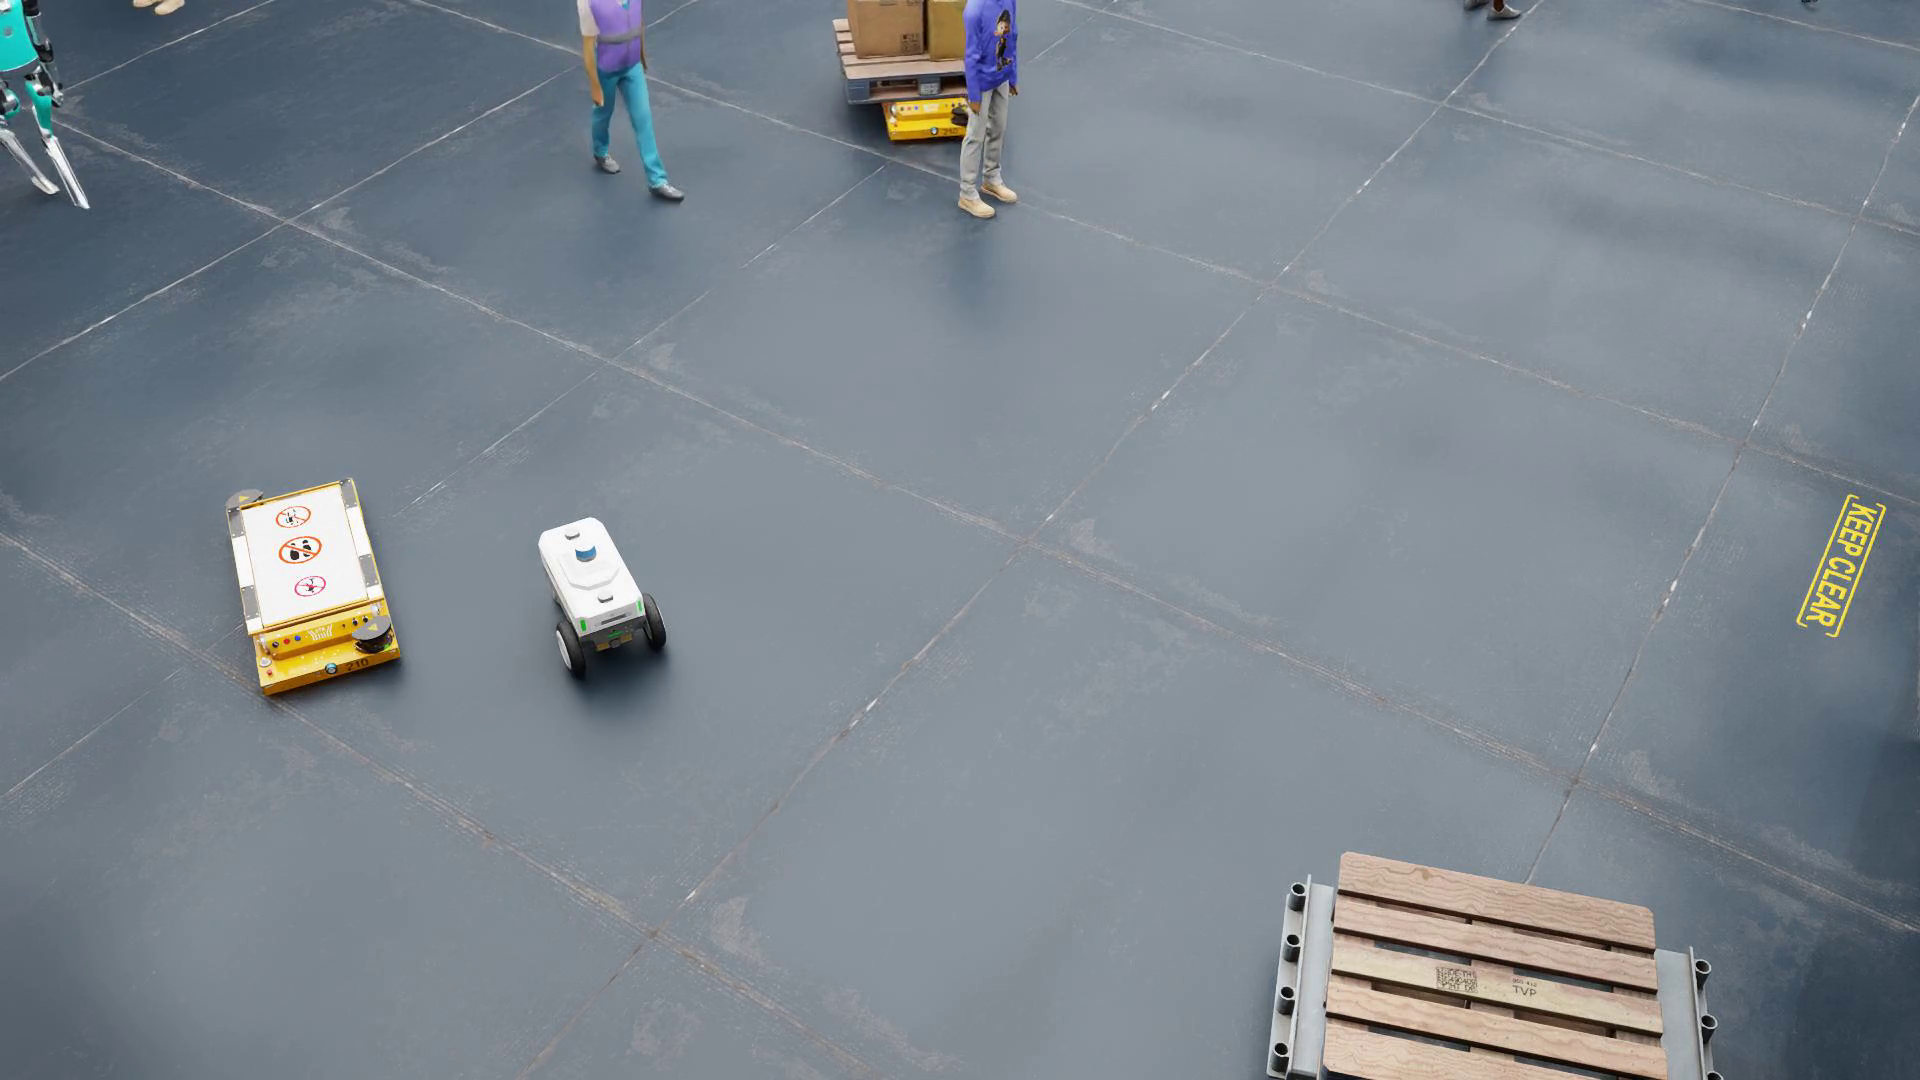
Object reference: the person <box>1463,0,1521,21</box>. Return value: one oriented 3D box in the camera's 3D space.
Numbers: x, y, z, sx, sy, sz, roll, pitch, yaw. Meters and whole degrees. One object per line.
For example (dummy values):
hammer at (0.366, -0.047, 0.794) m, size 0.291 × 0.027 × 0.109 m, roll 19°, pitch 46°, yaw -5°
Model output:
person at (4.401, -5.134, 13.273) m, size 0.432 × 1.937 × 0.564 m, roll -23°, pitch 47°, yaw -24°

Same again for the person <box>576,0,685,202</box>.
person at (-2.317, -3.205, 11.231) m, size 0.950 × 1.782 × 0.598 m, roll 29°, pitch 49°, yaw 29°

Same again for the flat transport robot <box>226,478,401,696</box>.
flat transport robot at (-3.355, 0.180, 8.578) m, size 0.659 × 0.231 × 1.431 m, roll -16°, pitch 44°, yaw -18°

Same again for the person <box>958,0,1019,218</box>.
person at (0.220, -3.030, 10.979) m, size 0.370 × 1.866 × 0.460 m, roll 30°, pitch 50°, yaw 29°

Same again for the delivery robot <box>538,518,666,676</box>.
delivery robot at (-1.828, 0.239, 8.287) m, size 0.499 × 0.581 × 0.774 m, roll -19°, pitch 45°, yaw -20°

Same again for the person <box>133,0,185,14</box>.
person at (-6.707, -5.131, 13.412) m, size 0.491 × 1.744 × 0.304 m, roll 23°, pitch 47°, yaw 24°

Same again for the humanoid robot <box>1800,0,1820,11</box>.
humanoid robot at (7.009, -5.173, 13.522) m, size 0.593 × 1.636 × 0.656 m, roll 4°, pitch 42°, yaw 5°

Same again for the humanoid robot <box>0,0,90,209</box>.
humanoid robot at (-6.310, -2.998, 11.049) m, size 0.906 × 1.780 × 0.542 m, roll 30°, pitch 50°, yaw 29°

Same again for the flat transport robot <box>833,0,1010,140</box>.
flat transport robot at (-0.300, -3.479, 12.673) m, size 0.659 × 0.231 × 1.431 m, roll -6°, pitch 42°, yaw -7°
